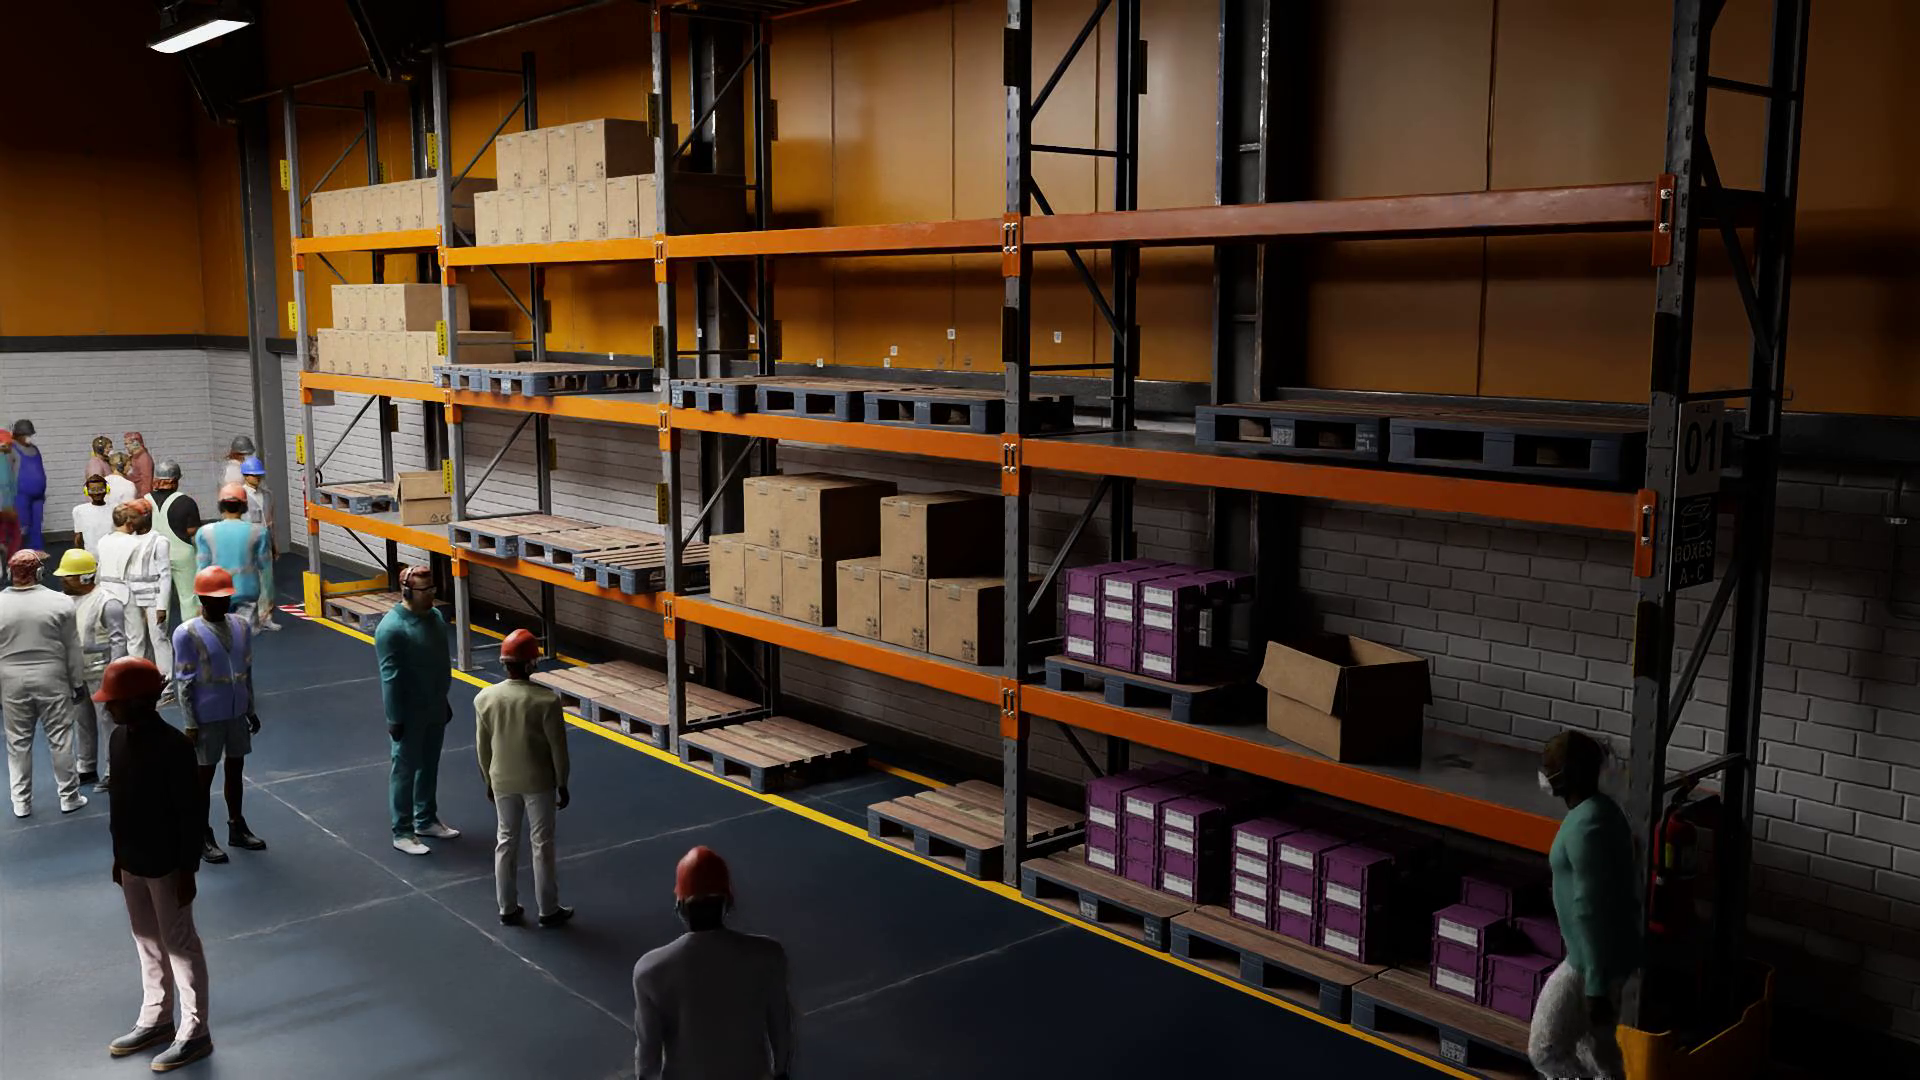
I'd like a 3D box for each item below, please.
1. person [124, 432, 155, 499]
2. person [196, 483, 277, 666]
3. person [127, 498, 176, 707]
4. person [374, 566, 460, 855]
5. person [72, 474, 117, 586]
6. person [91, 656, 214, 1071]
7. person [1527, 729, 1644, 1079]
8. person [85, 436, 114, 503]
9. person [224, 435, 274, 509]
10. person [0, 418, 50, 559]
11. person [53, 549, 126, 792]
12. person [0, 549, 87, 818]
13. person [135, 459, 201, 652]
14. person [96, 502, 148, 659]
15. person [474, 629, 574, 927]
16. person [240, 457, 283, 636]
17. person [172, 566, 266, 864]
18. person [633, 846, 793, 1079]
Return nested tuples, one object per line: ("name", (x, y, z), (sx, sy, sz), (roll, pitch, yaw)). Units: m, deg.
("person", (-11.041, -0.510, 22.380), (0.406, 1.903, 0.639), (-5, 10, -31))
("person", (-6.554, 0.479, 15.116), (0.642, 2.003, 0.938), (-3, 9, -17))
("person", (-7.337, 0.561, 14.993), (0.576, 1.883, 0.355), (5, 9, 29))
("person", (-3.581, 1.113, 11.075), (0.401, 1.906, 0.646), (2, 8, 15))
("person", (-8.887, 0.246, 17.230), (0.513, 1.872, 0.328), (-5, 10, -33))
("person", (-3.855, 1.523, 7.927), (0.623, 1.990, 0.390), (5, 10, 32))
("person", (2.567, 1.728, 6.798), (0.476, 1.909, 0.648), (4, 9, 26))
("person", (-11.008, -0.372, 21.343), (0.377, 1.931, 0.624), (-3, 9, -21))
("person", (-8.785, -0.323, 20.594), (0.540, 2.000, 0.707), (-2, 8, -11))
("person", (-13.199, -0.730, 23.418), (0.662, 2.000, 0.702), (1, 8, 10))
("person", (-6.481, 0.964, 12.376), (0.592, 1.828, 0.404), (3, 9, 21))
("person", (-6.542, 1.013, 11.773), (0.642, 1.907, 0.410), (-3, 9, -20))
("person", (-8.066, 0.181, 17.089), (0.674, 2.000, 0.536), (0, 8, 1))
("person", (-7.537, 0.584, 15.012), (0.568, 1.836, 0.382), (4, 9, 28))
("person", (-2.531, 1.385, 9.701), (0.563, 1.755, 0.320), (2, 8, 12))
("person", (-7.726, 0.066, 18.208), (0.384, 1.949, 0.604), (3, 9, 22))
("person", (-4.833, 1.124, 10.889), (0.362, 1.938, 0.545), (5, 9, 29))
("person", (-0.875, 1.948, 5.963), (0.562, 1.711, 0.895), (-1, 8, -7))
